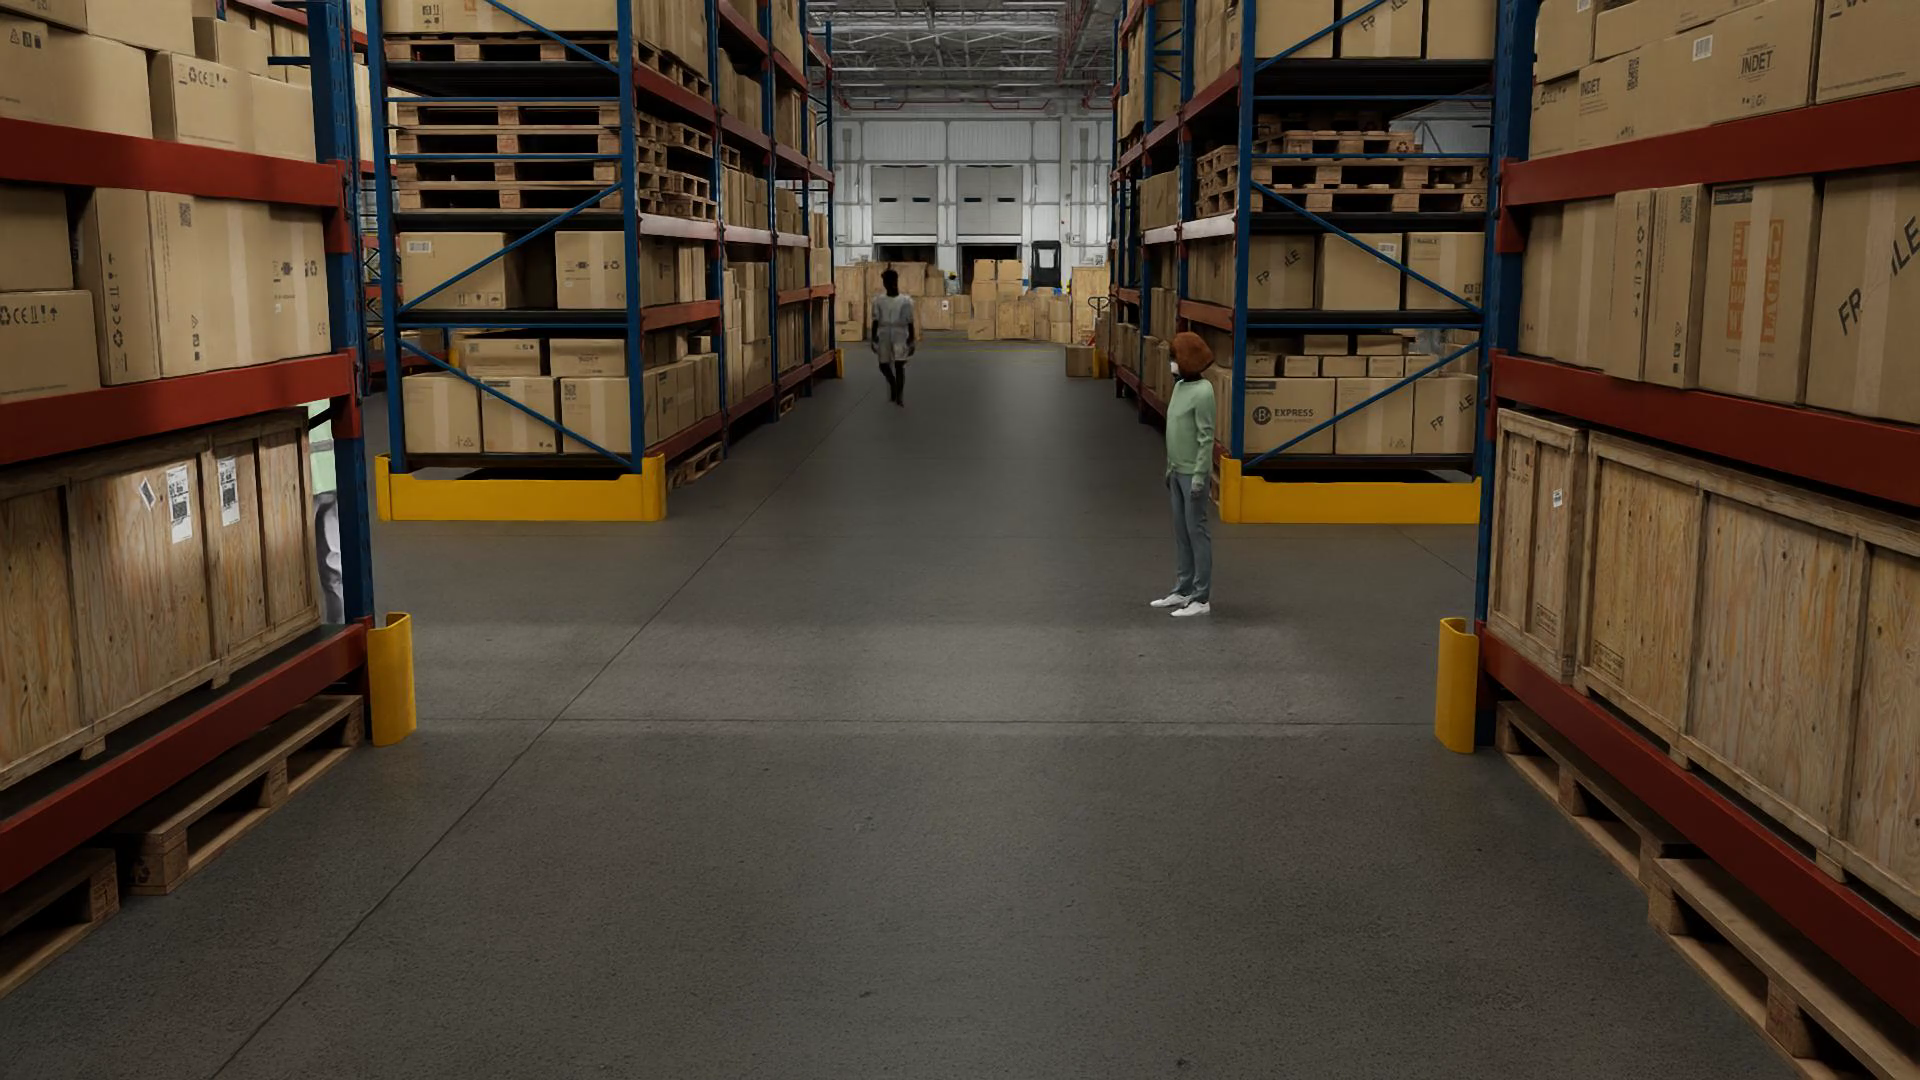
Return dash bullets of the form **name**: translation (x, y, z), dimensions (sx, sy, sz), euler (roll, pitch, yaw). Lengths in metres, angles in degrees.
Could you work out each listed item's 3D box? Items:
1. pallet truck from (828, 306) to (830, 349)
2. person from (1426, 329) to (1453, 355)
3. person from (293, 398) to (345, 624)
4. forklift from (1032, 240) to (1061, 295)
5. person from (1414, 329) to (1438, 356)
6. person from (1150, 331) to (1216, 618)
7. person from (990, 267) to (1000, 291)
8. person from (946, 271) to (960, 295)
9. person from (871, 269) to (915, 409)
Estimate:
- **pallet truck**: translation (-3.100, -3.940, 29.800), dimensions (1.885, 1.965, 0.823), euler (3, 10, 19)
- **person**: translation (9.327, -4.147, 32.245), dimensions (0.836, 1.590, 0.511), euler (7, 12, 37)
- **person**: translation (-3.097, -0.197, 7.858), dimensions (0.390, 1.838, 0.563), euler (4, 10, 23)
- **forklift**: translation (3.161, -9.557, 60.806), dimensions (1.129, 2.768, 1.873), euler (0, 9, 1)
- **person**: translation (8.800, -4.228, 31.775), dimensions (0.830, 1.910, 0.662), euler (1, 10, 7)
- **person**: translation (1.303, -0.374, 9.538), dimensions (0.289, 1.632, 0.497), euler (-2, 10, -14)
- **person**: translation (1.057, -8.327, 56.353), dimensions (0.926, 1.905, 0.637), euler (-2, 10, -9)
- **person**: translation (-0.248, -8.855, 60.149), dimensions (0.496, 1.694, 0.895), euler (-4, 10, -24)
- **person**: translation (-0.922, -2.827, 23.301), dimensions (0.645, 1.940, 0.724), euler (2, 10, 10)
